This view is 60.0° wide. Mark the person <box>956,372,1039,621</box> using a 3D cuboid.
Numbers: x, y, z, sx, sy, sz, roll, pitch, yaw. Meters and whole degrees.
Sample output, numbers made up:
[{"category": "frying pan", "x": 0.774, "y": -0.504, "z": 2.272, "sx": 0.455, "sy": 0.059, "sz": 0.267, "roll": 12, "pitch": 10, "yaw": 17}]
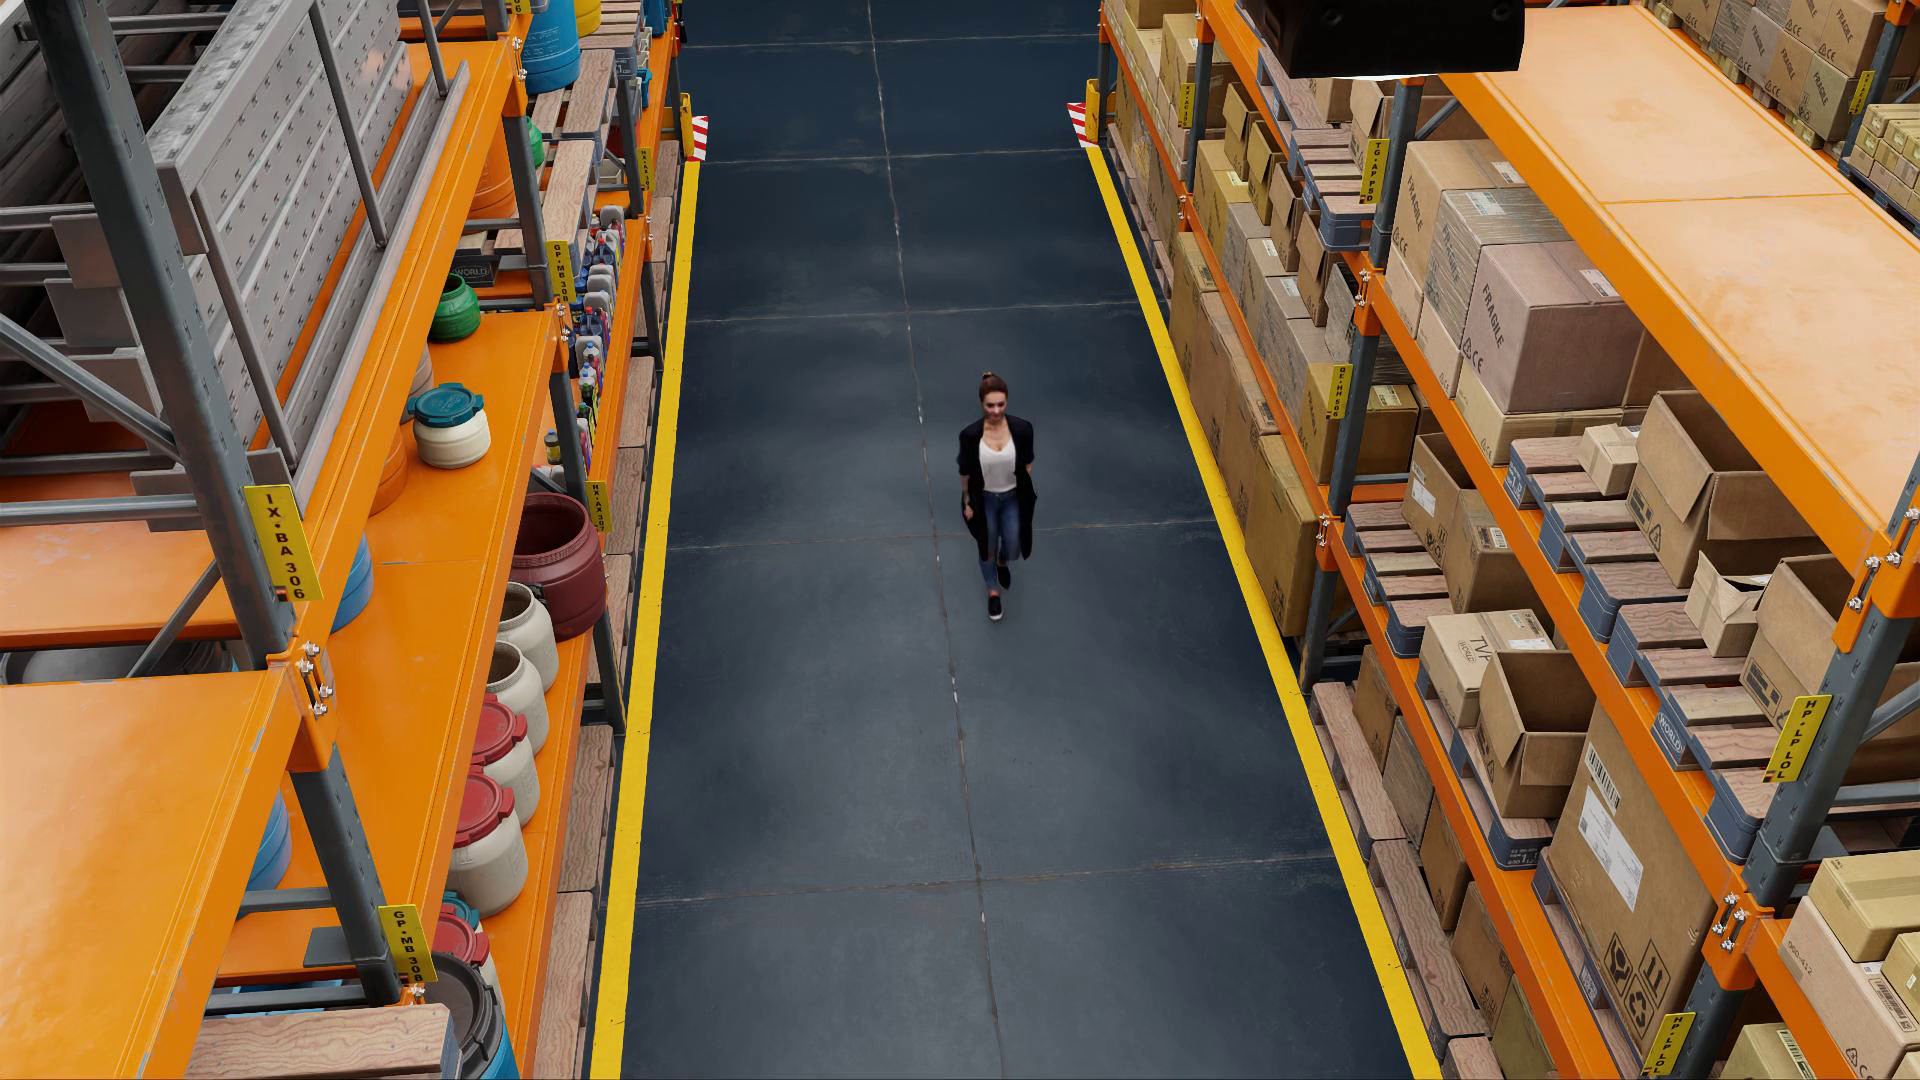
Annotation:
[{"category": "person", "x": 0.213, "y": -0.300, "z": 10.024, "sx": 0.647, "sy": 1.677, "sz": 0.713, "roll": -2, "pitch": 37, "yaw": -3}]
